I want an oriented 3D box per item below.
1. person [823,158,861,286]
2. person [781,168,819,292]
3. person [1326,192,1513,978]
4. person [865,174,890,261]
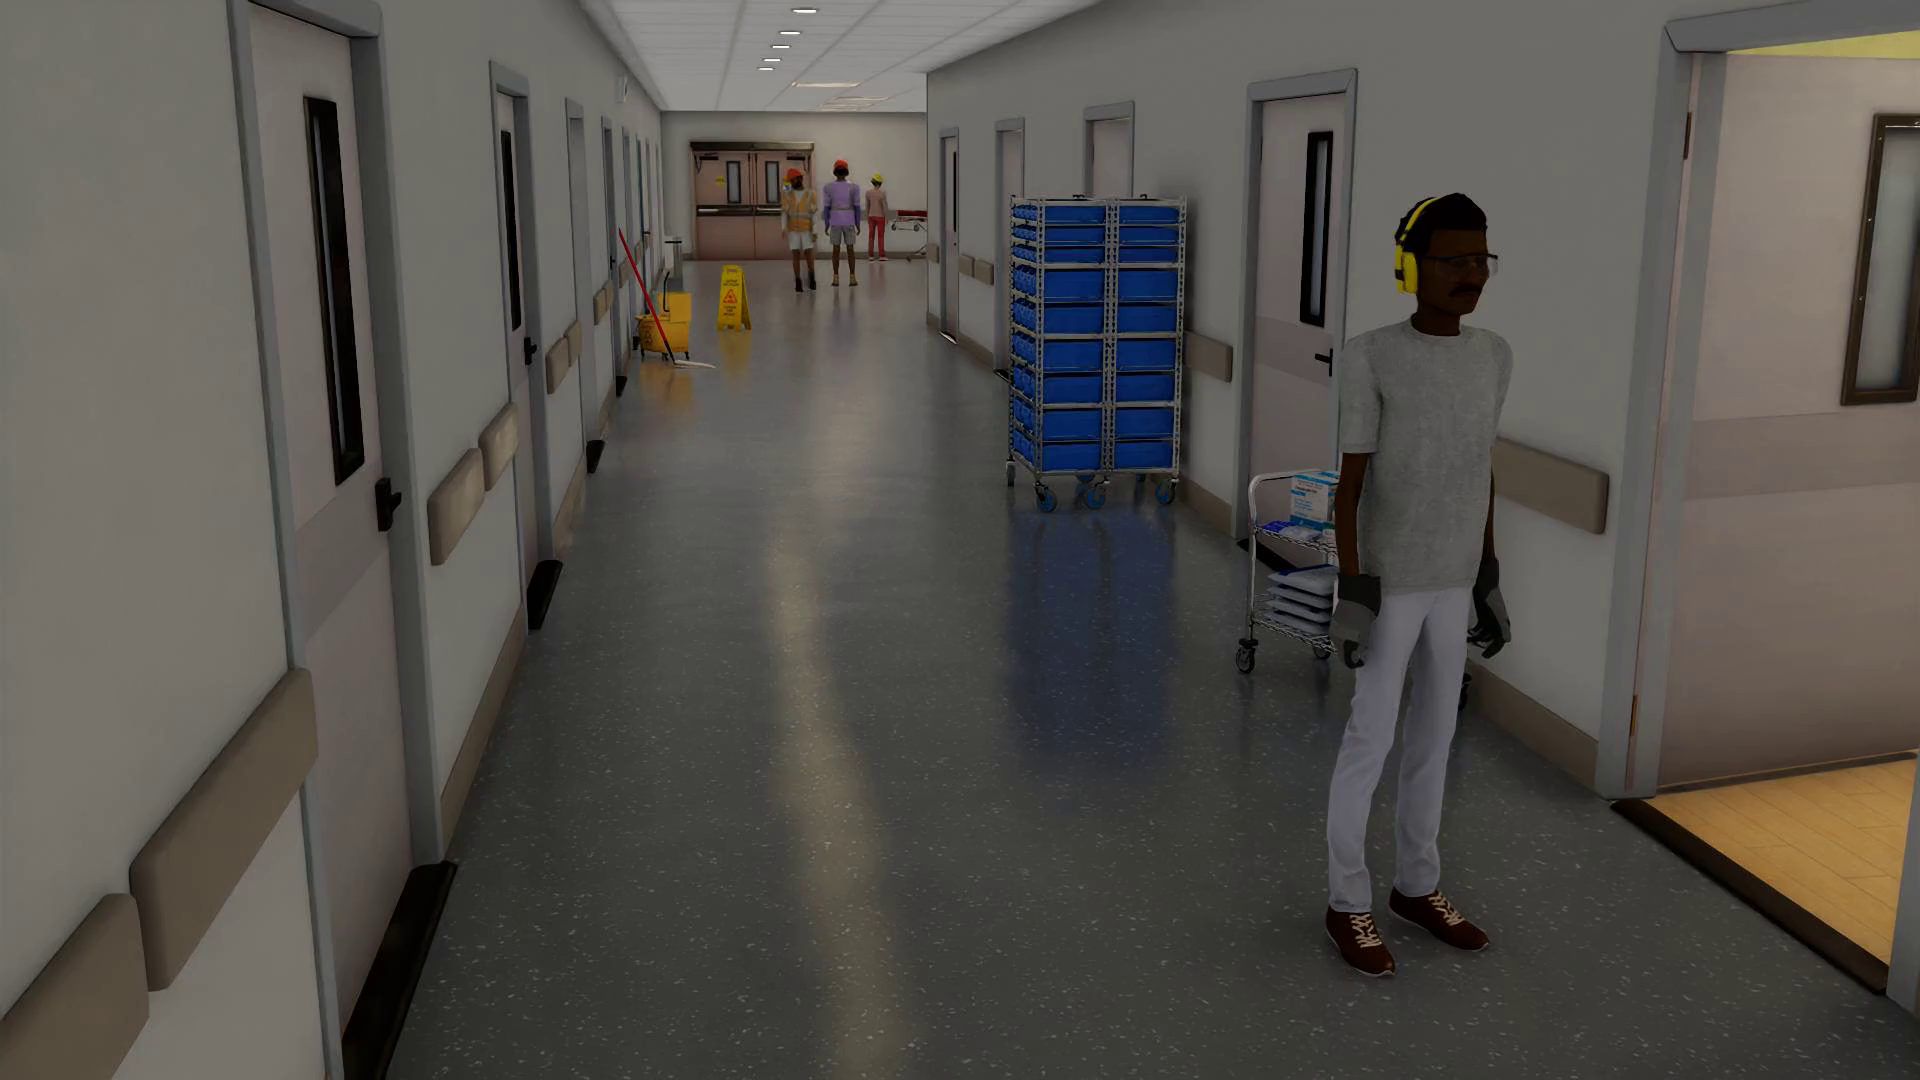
[{"bbox_3d":[-1.912,-5.148,27.006,0.605,2.045,0.372,-1,13,-3],"label":"person"},{"bbox_3d":[-2.487,-4.808,25.808,0.580,1.902,0.502,2,13,8],"label":"person"},{"bbox_3d":[1.117,0.116,4.018,0.510,1.872,0.328,-6,14,-26],"label":"person"},{"bbox_3d":[-1.695,-6.603,34.087,0.524,1.770,0.315,7,15,29],"label":"person"}]
